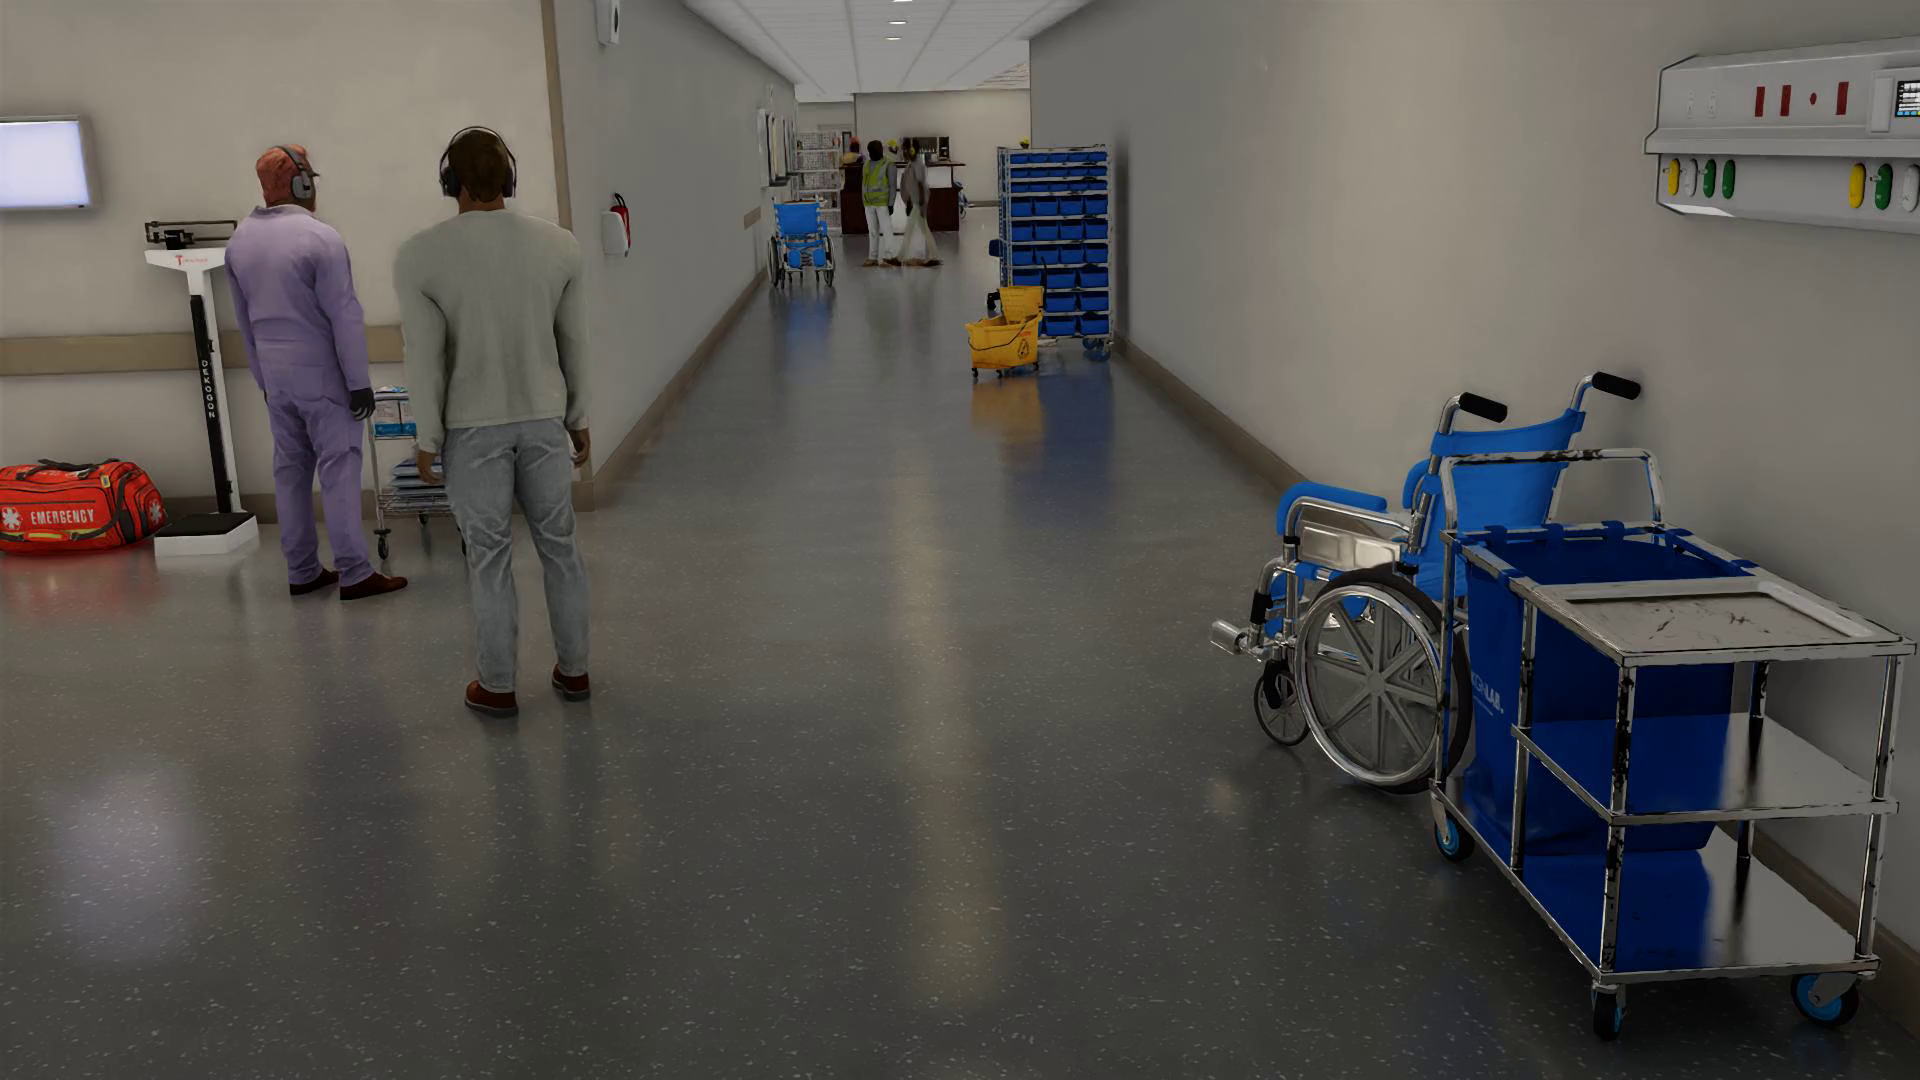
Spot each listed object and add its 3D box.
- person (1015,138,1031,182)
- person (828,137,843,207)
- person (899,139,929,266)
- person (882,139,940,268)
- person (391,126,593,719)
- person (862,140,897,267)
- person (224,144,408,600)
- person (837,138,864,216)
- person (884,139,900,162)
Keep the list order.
[{"bbox_3d":[1.624,-9.095,41.356,0.524,1.764,0.329,4,15,21],"label":"person"},{"bbox_3d":[-3.410,-10.223,46.214,0.365,1.935,0.552,5,15,26],"label":"person"},{"bbox_3d":[-0.671,-4.971,24.514,0.429,1.842,0.630,-2,14,-1],"label":"person"},{"bbox_3d":[-0.720,-4.848,24.056,0.881,1.818,0.537,-2,14,0],"label":"person"},{"bbox_3d":[-1.511,-0.371,5.505,0.629,1.940,0.373,-10,16,-32],"label":"person"},{"bbox_3d":[-1.206,-4.929,24.415,0.621,1.838,0.429,9,17,37],"label":"person"},{"bbox_3d":[-2.725,-0.694,7.029,0.643,1.913,0.410,5,15,26],"label":"person"},{"bbox_3d":[-2.466,-8.724,40.075,0.986,1.887,0.548,-8,15,-24],"label":"person"},{"bbox_3d":[-1.556,-8.527,39.270,0.422,1.817,0.600,-7,15,-20],"label":"person"}]
